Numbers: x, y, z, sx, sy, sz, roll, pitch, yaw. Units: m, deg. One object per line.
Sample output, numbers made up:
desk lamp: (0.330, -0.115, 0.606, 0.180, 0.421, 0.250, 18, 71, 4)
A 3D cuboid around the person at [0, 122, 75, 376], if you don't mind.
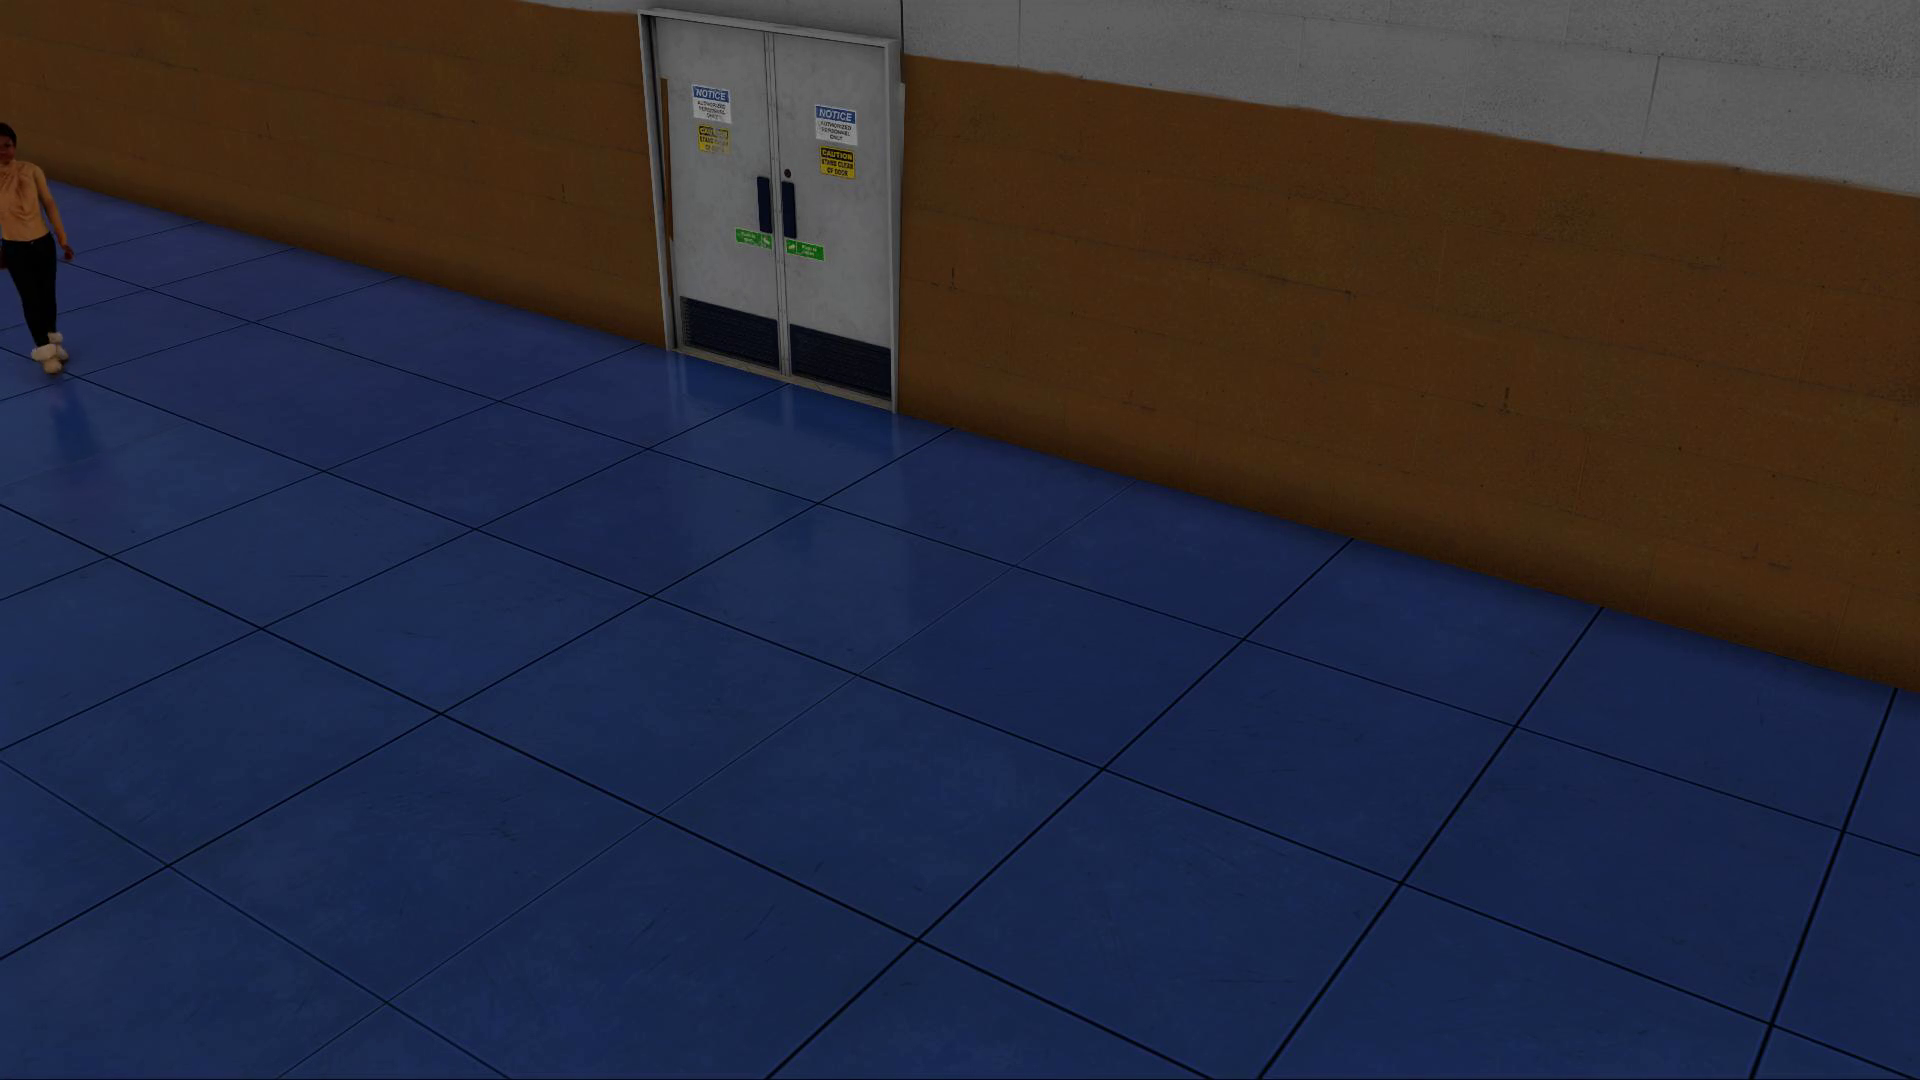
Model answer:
person: (-6.224, -1.966, 11.072, 0.747, 1.639, 0.867, 24, 36, 39)
